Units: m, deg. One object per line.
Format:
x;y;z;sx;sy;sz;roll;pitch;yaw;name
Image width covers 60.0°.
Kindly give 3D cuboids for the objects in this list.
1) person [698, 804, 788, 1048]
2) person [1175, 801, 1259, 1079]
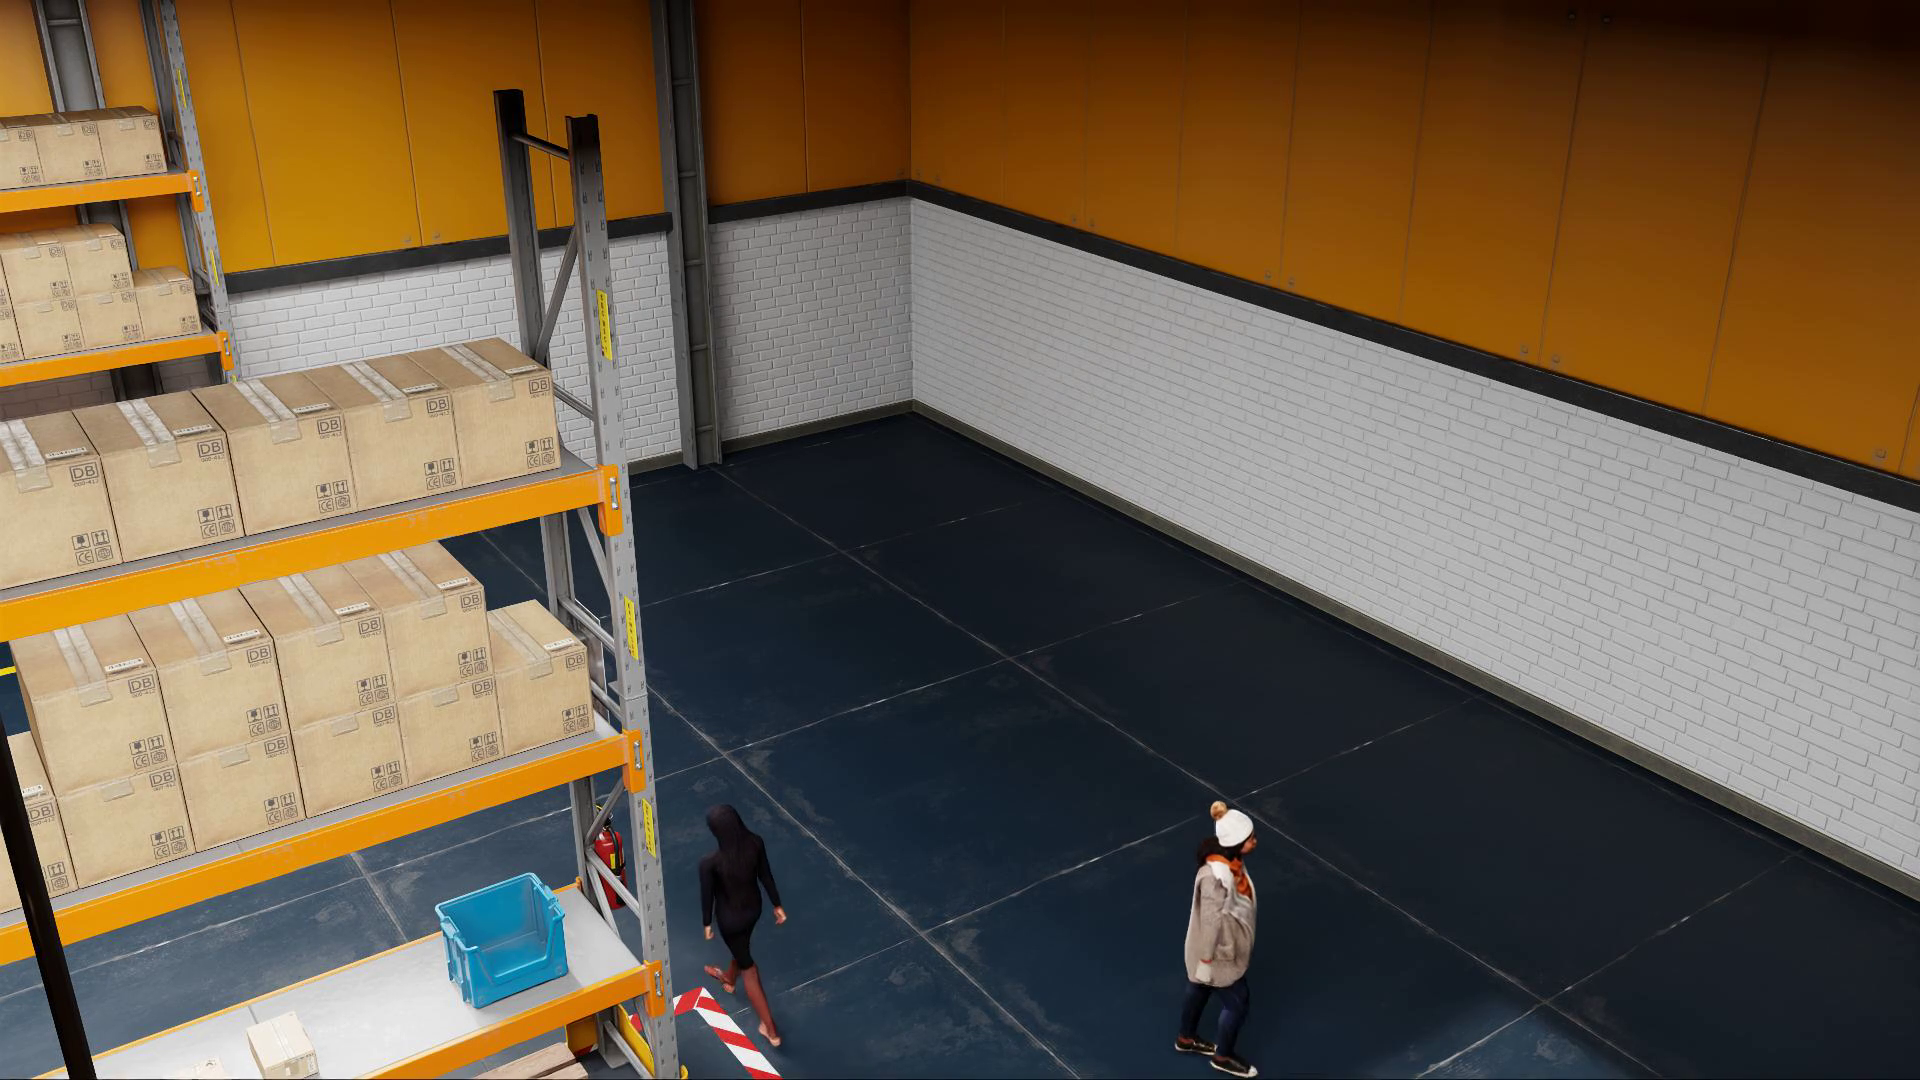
-1.343;2.445;10.437;1.069;1.668;0.842;-17;29;-35;person
1.483;2.430;10.214;0.983;1.875;0.921;5;24;11;person
